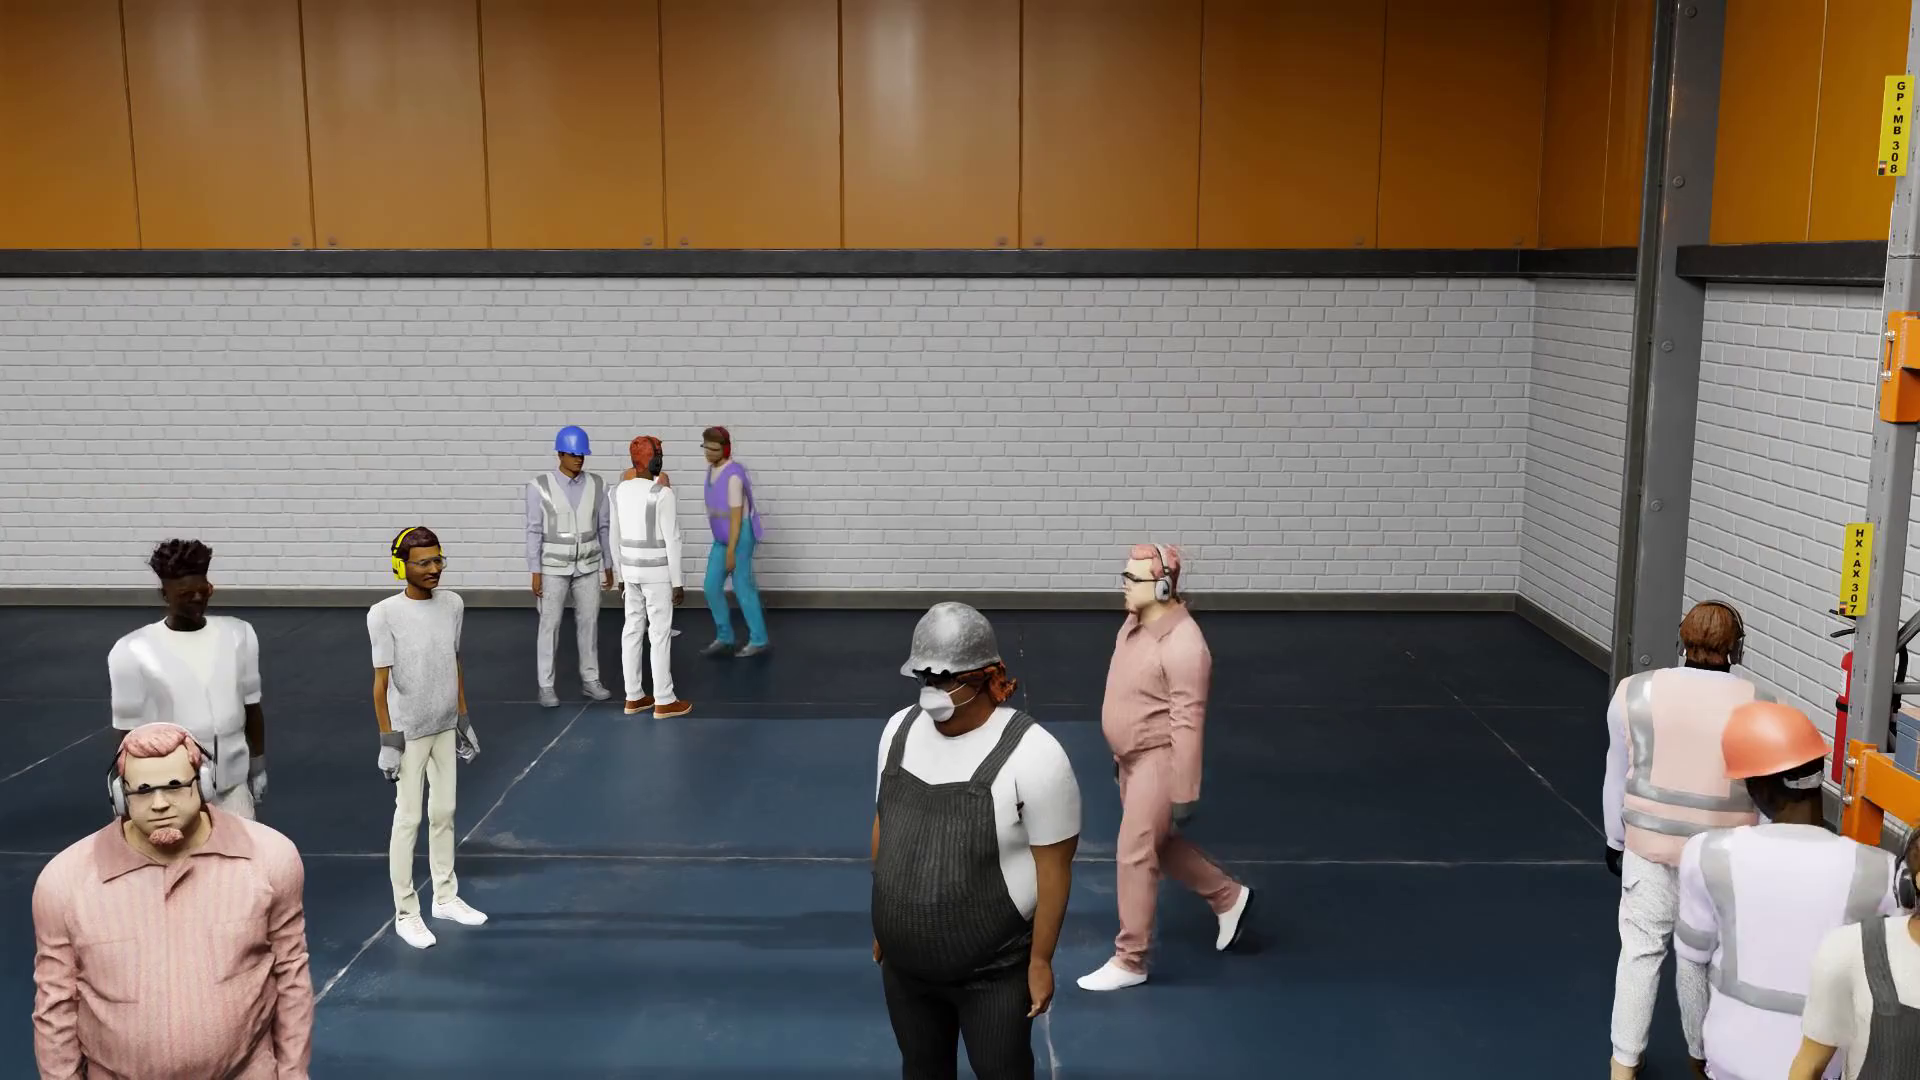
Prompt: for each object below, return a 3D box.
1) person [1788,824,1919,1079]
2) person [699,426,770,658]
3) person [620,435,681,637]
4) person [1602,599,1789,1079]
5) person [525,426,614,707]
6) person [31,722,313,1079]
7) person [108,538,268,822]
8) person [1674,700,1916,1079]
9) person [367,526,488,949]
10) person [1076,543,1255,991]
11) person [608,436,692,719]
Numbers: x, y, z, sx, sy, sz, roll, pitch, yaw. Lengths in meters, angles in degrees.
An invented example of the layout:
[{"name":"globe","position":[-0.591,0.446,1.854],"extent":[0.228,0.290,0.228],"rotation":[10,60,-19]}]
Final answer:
[{"name":"person","position":[2.236,1.469,3.949],"extent":[0.563,1.820,0.632],"rotation":[2,10,14]},{"name":"person","position":[-1.723,0.027,12.612],"extent":[0.638,1.801,0.579],"rotation":[-6,11,-32]},{"name":"person","position":[-2.510,-0.019,13.387],"extent":[0.511,1.640,0.308],"rotation":[5,11,28]},{"name":"person","position":[2.639,1.119,6.003],"extent":[0.620,1.836,0.429],"rotation":[5,11,29]},{"name":"person","position":[-2.642,0.181,11.342],"extent":[0.621,1.934,0.438],"rotation":[-6,11,-32]},{"name":"person","position":[-1.944,1.386,4.175],"extent":[0.639,1.908,0.409],"rotation":[-5,11,-28]},{"name":"person","position":[-3.138,0.936,6.775],"extent":[0.766,1.941,0.611],"rotation":[8,12,39]},{"name":"person","position":[2.154,1.367,4.334],"extent":[0.582,1.895,0.386],"rotation":[6,11,32]},{"name":"person","position":[-2.376,0.860,7.433],"extent":[0.328,1.872,0.513],"rotation":[6,11,31]},{"name":"person","position":[0.880,0.930,6.958],"extent":[0.767,1.887,0.641],"rotation":[-2,10,-11]},{"name":"person","position":[-2.066,0.247,11.065],"extent":[0.579,1.883,0.352],"rotation":[6,11,31]}]
